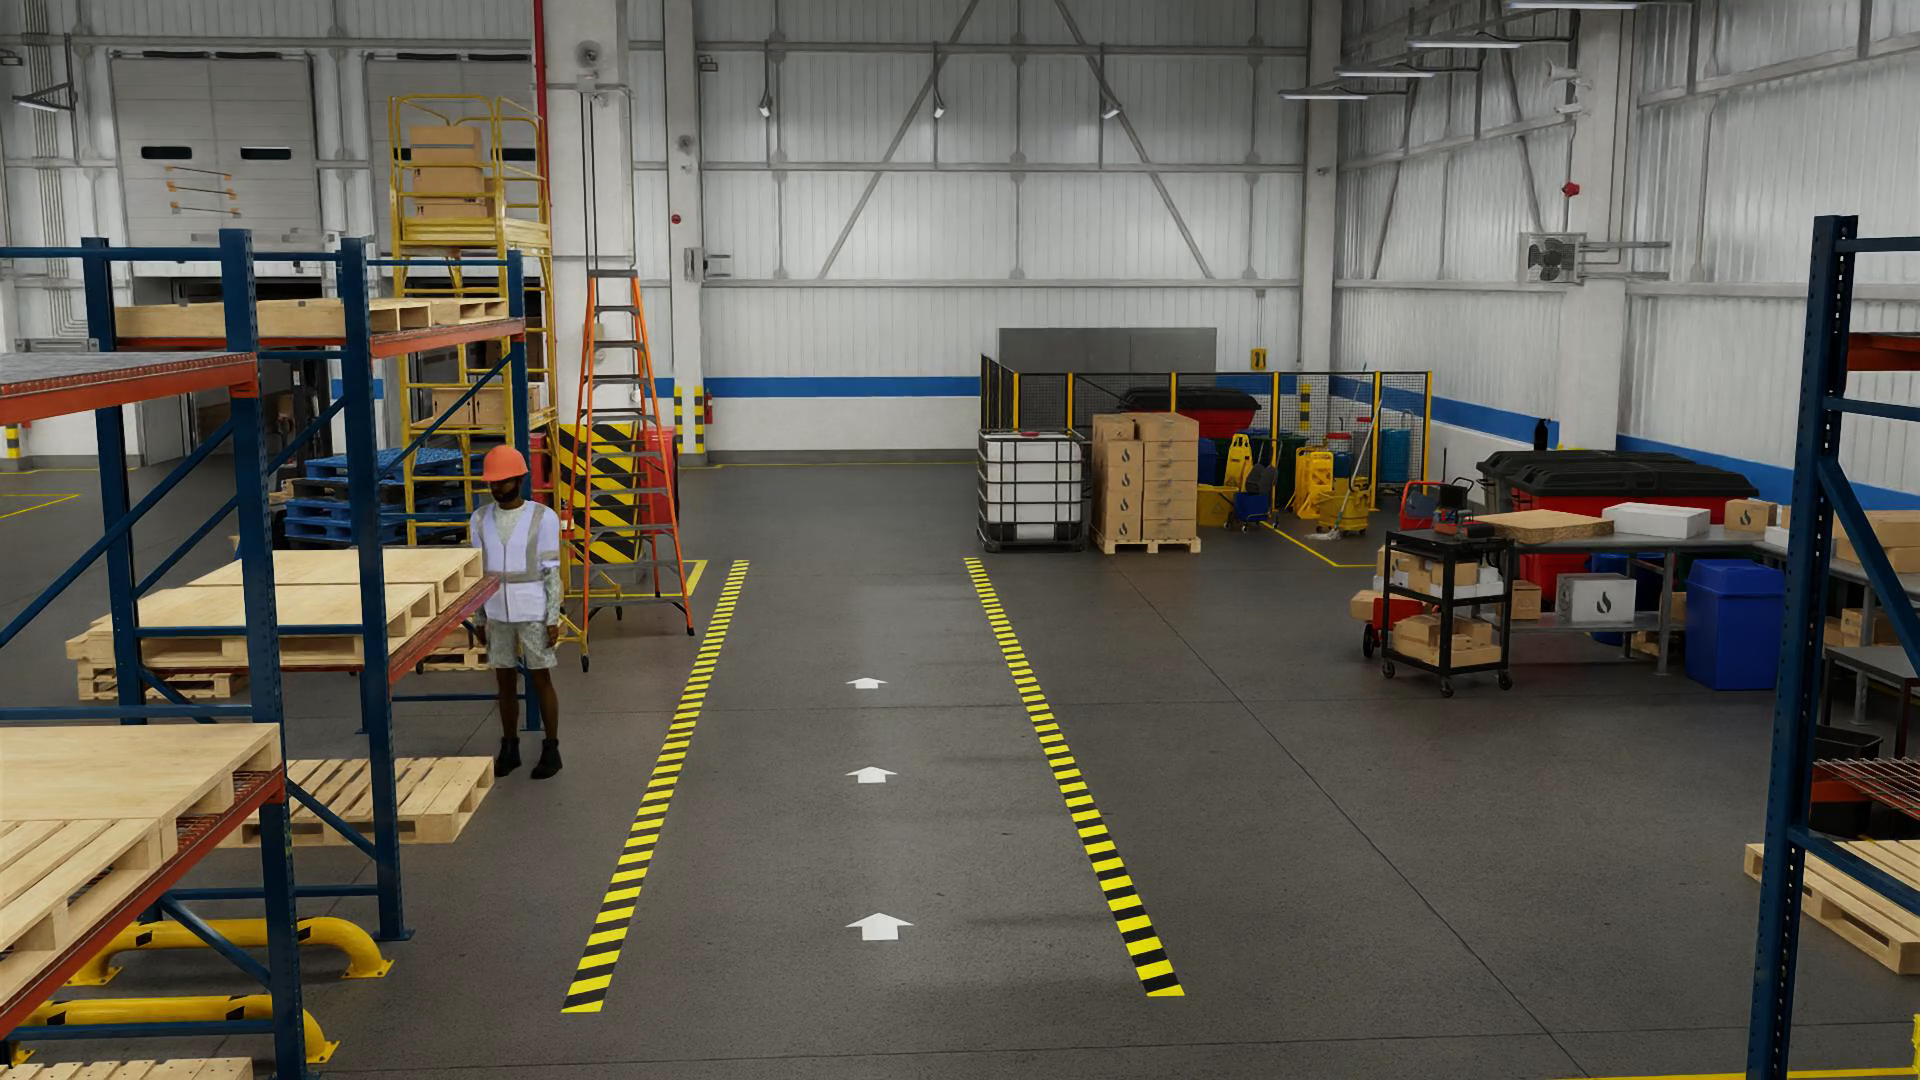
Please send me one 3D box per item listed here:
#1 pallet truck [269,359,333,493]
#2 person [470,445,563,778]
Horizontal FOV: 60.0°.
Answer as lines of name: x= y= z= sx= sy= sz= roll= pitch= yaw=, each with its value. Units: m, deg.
pallet truck: x=-7.062 y=-1.131 z=18.996 sx=1.885 sy=1.965 sz=0.823 roll=2 pitch=9 yaw=13
person: x=-2.544 y=0.416 z=9.514 sx=0.544 sy=1.932 sz=0.375 roll=2 pitch=9 yaw=11
